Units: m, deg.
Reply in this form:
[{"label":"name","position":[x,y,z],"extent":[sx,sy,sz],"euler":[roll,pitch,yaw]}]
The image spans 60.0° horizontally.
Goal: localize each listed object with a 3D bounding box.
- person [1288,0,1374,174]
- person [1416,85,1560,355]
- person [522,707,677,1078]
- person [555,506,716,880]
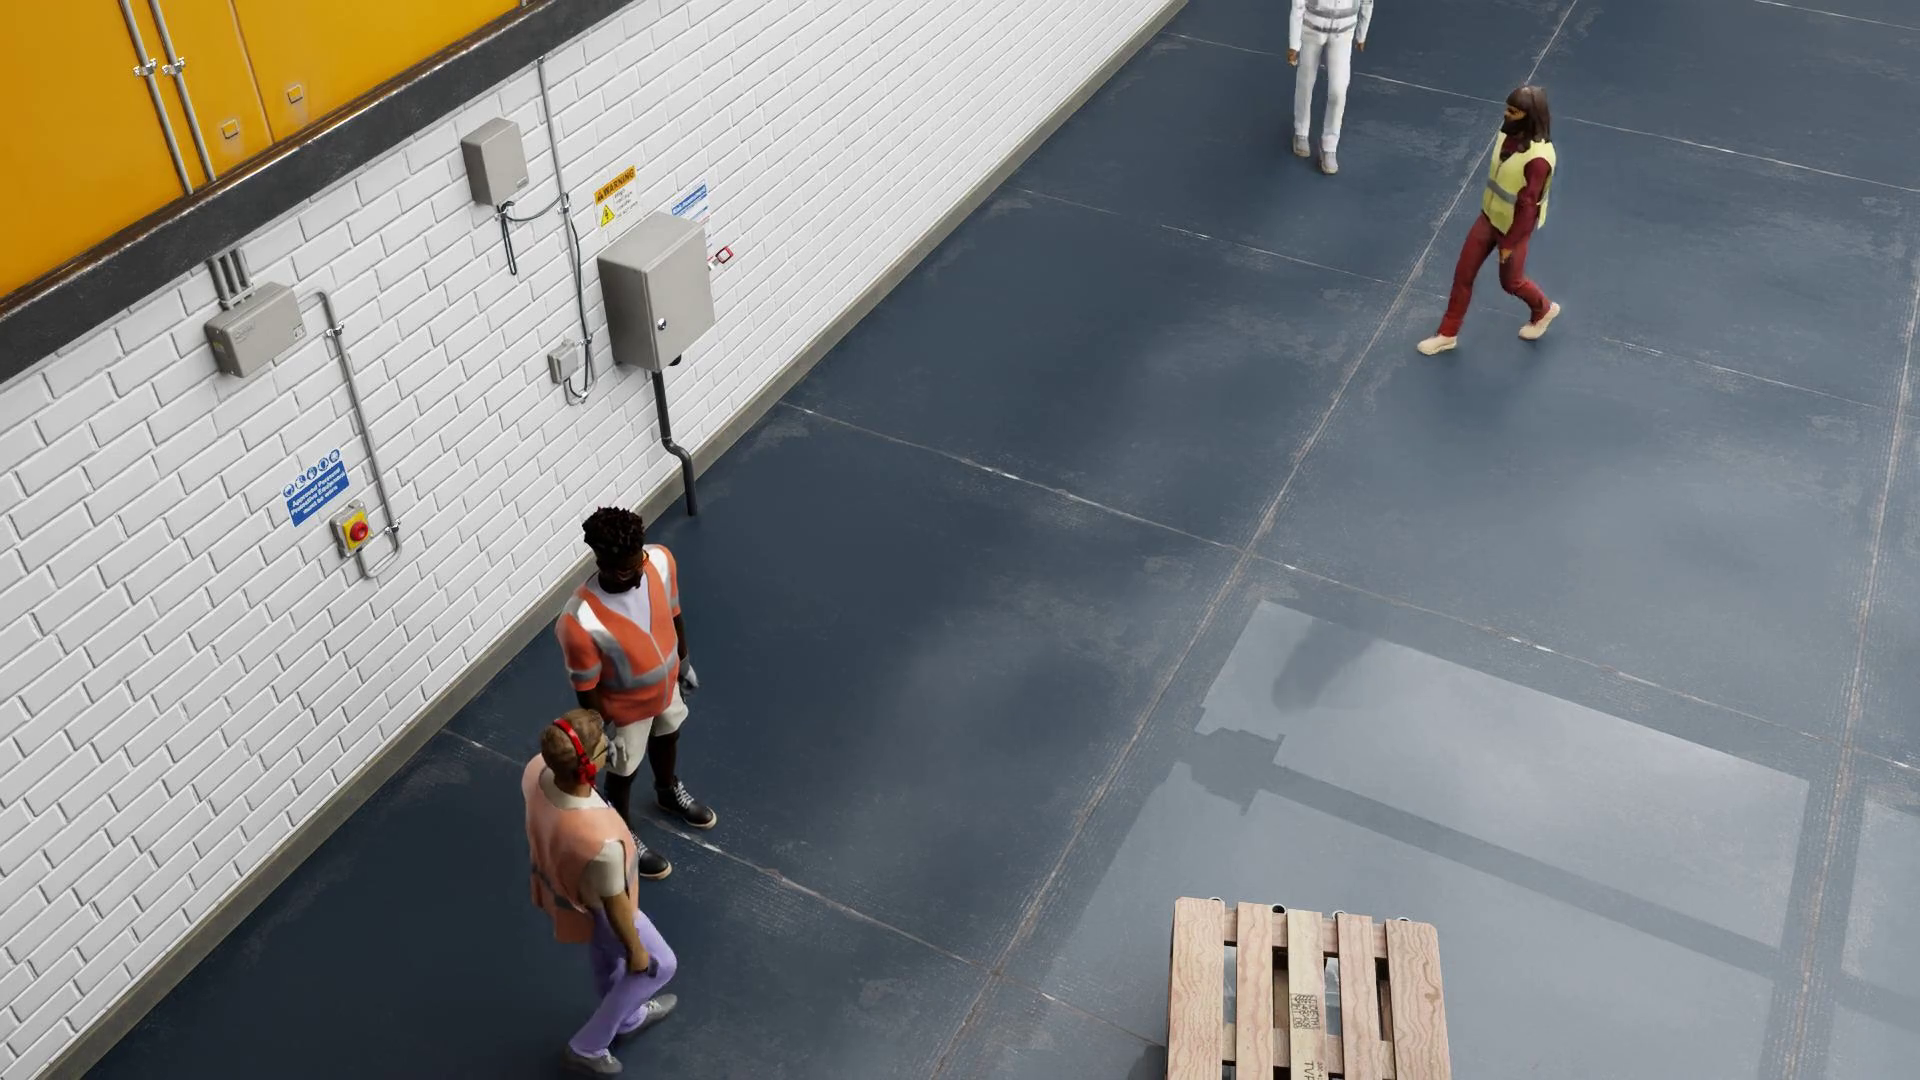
[{"label":"person","position":[2.586,-3.496,11.670],"extent":[0.586,1.856,0.745],"euler":[3,41,3]},{"label":"person","position":[3.298,-1.895,9.917],"extent":[0.858,1.733,0.467],"euler":[-15,43,-16]},{"label":"person","position":[-1.332,1.332,6.093],"extent":[0.464,1.833,0.589],"euler":[-27,48,-28]},{"label":"person","position":[-1.325,0.621,6.834],"extent":[0.379,1.958,0.597],"euler":[22,46,24]}]
